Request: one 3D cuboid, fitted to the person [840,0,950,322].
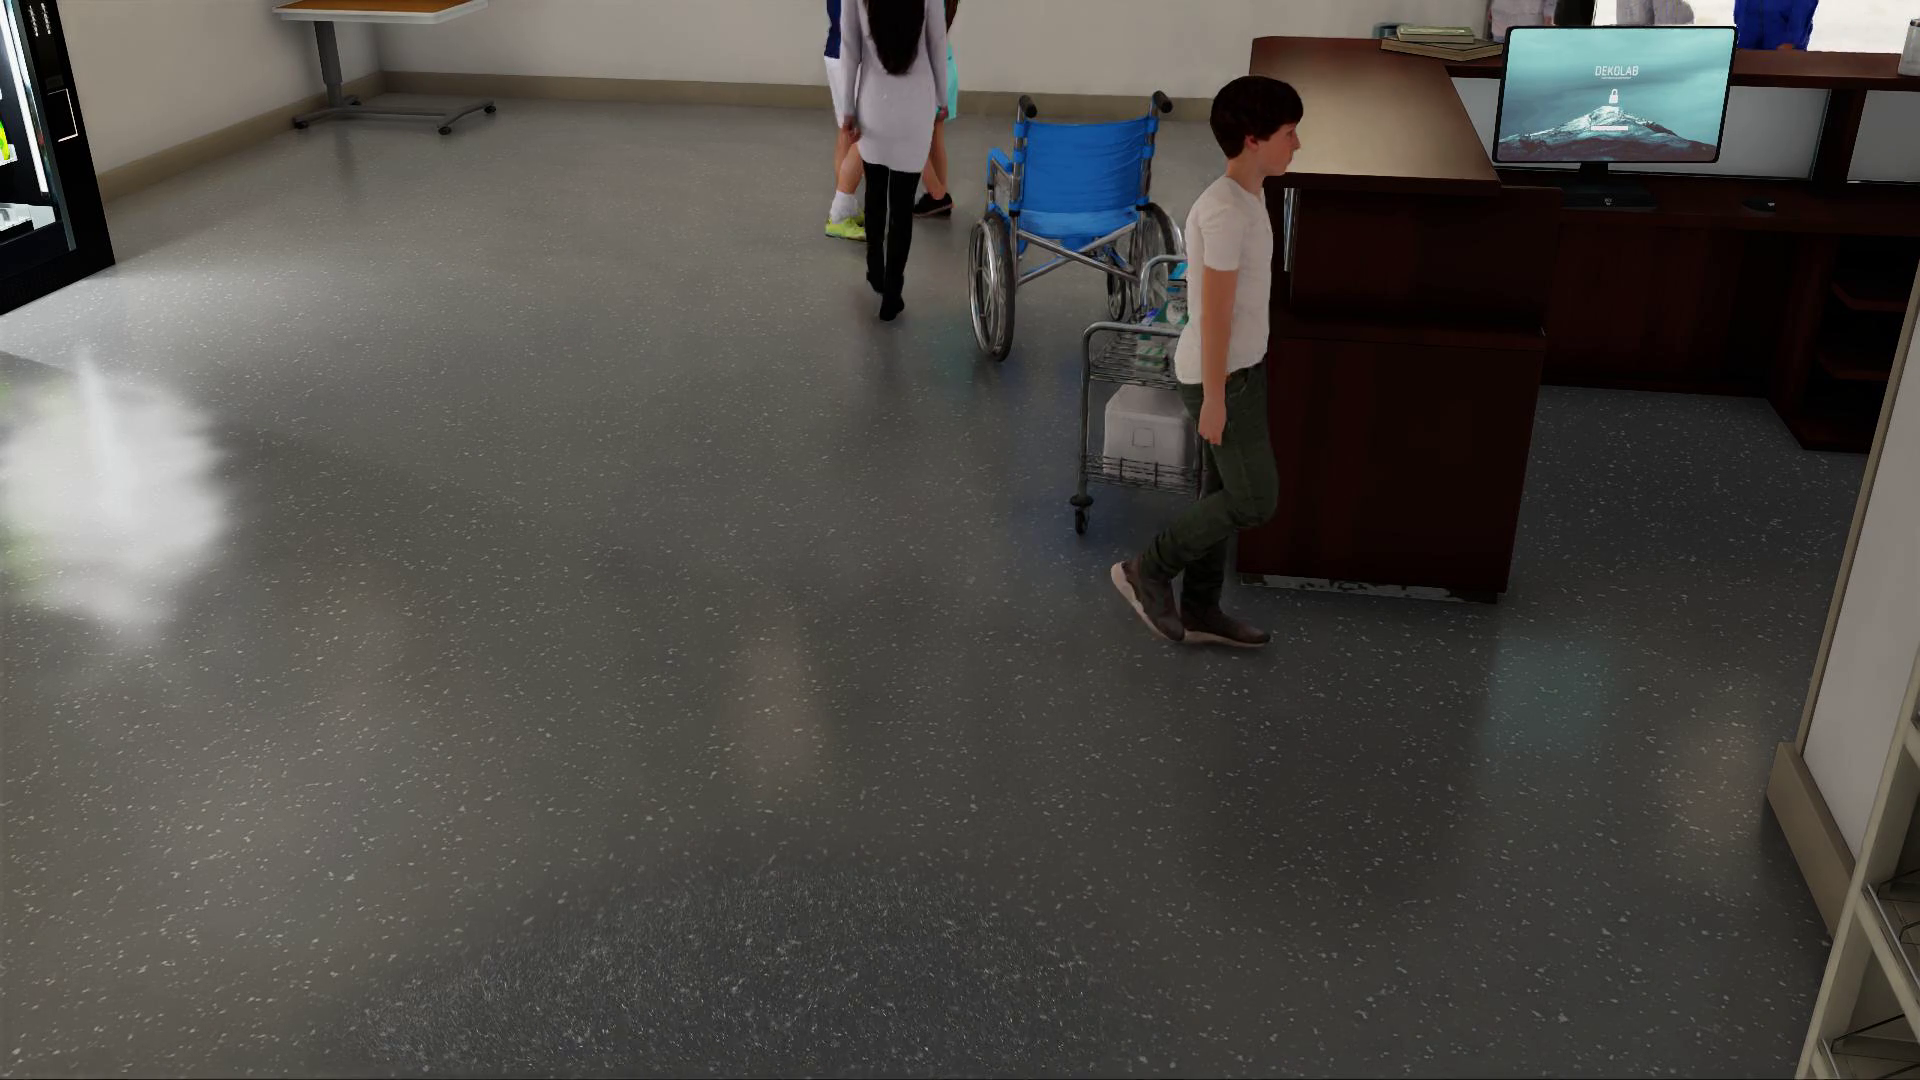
[{"bbox_3d":[-0.303,-1.839,7.332,0.654,1.787,0.858,2,26,5],"label":"person"}]

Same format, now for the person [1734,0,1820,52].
[{"bbox_3d":[4.714,-2.886,9.489,0.931,1.800,0.863,-15,30,-29],"label":"person"}]

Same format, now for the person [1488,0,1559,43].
[{"bbox_3d":[3.433,-3.236,10.170,0.818,1.839,0.723,-13,29,-26],"label":"person"}]

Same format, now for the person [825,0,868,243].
[{"bbox_3d":[-0.543,-2.488,8.628,0.974,1.831,0.832,-14,29,-27],"label":"person"}]

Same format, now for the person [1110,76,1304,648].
[{"bbox_3d":[0.652,-0.439,4.593,0.690,1.644,0.665,8,27,16],"label":"person"}]

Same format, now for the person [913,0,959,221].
[{"bbox_3d":[-0.120,-2.476,8.925,0.649,1.552,0.499,9,27,18],"label":"person"}]
